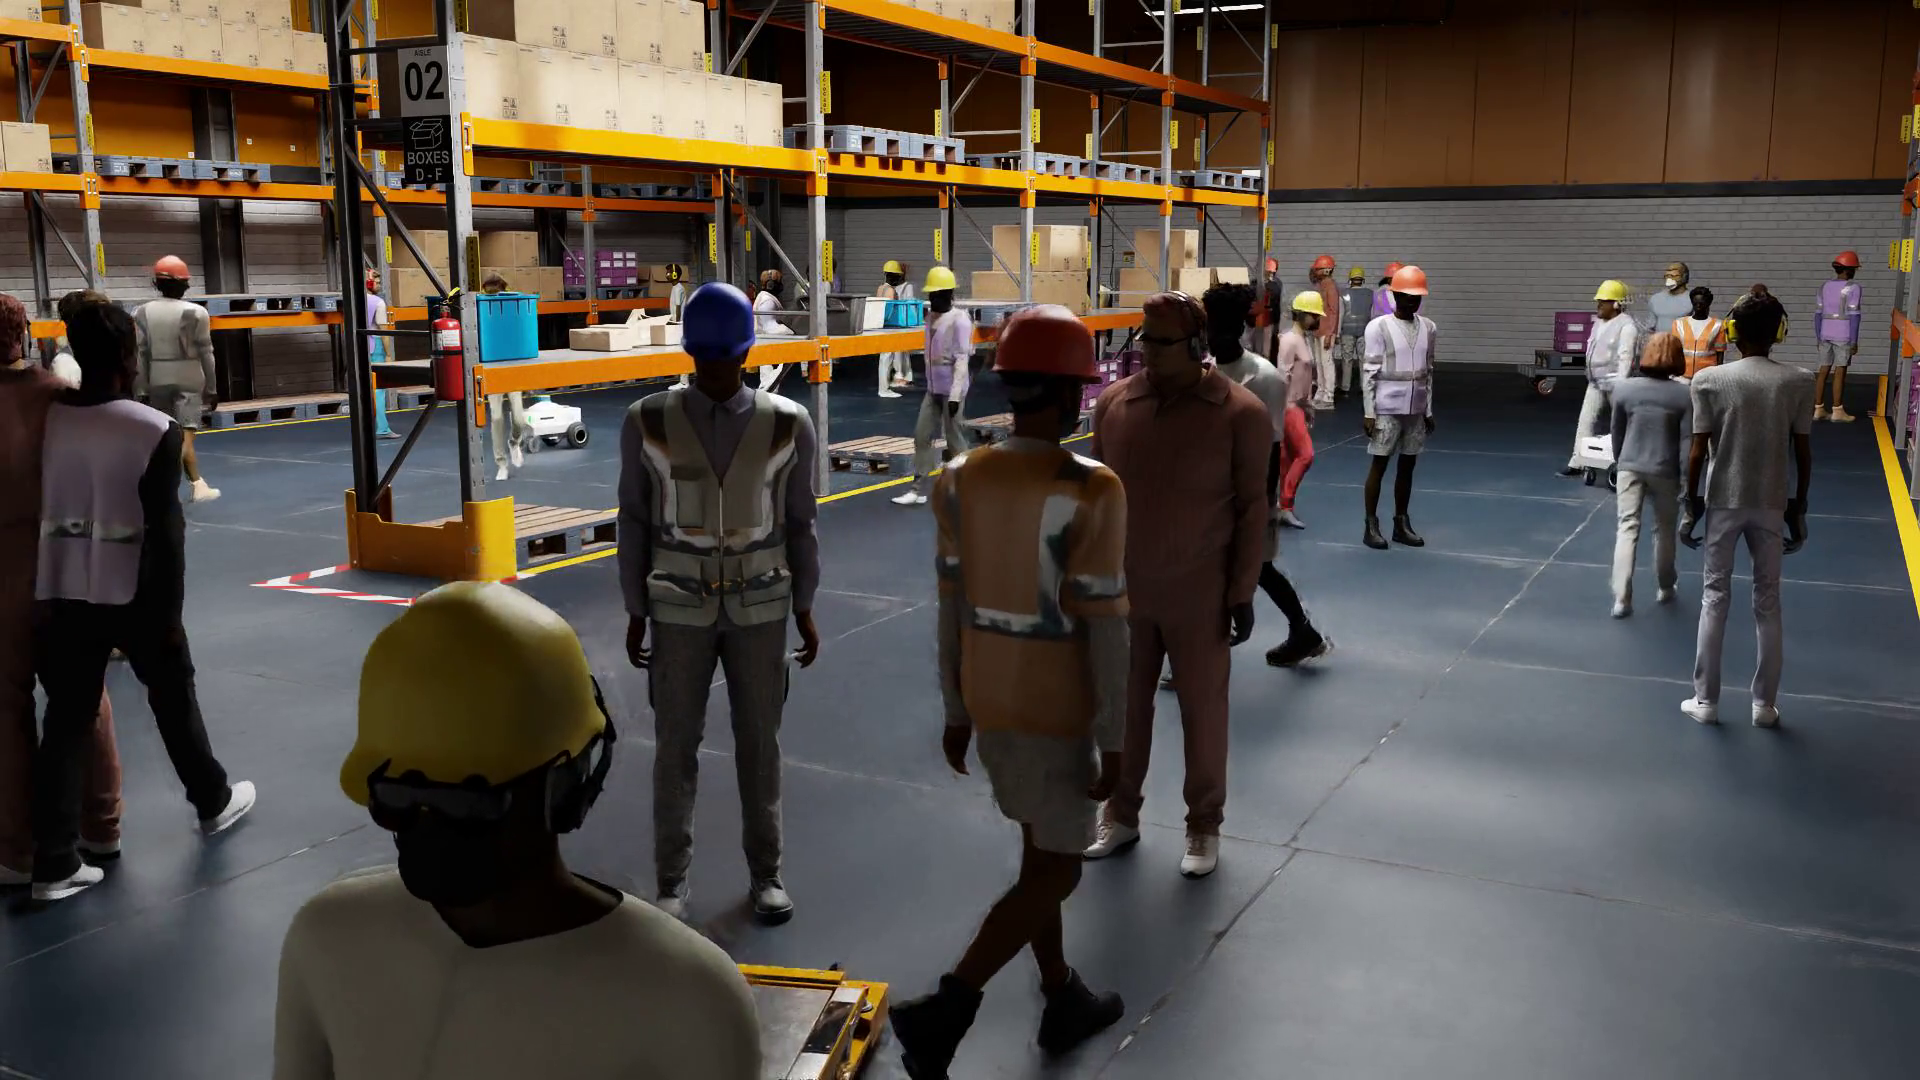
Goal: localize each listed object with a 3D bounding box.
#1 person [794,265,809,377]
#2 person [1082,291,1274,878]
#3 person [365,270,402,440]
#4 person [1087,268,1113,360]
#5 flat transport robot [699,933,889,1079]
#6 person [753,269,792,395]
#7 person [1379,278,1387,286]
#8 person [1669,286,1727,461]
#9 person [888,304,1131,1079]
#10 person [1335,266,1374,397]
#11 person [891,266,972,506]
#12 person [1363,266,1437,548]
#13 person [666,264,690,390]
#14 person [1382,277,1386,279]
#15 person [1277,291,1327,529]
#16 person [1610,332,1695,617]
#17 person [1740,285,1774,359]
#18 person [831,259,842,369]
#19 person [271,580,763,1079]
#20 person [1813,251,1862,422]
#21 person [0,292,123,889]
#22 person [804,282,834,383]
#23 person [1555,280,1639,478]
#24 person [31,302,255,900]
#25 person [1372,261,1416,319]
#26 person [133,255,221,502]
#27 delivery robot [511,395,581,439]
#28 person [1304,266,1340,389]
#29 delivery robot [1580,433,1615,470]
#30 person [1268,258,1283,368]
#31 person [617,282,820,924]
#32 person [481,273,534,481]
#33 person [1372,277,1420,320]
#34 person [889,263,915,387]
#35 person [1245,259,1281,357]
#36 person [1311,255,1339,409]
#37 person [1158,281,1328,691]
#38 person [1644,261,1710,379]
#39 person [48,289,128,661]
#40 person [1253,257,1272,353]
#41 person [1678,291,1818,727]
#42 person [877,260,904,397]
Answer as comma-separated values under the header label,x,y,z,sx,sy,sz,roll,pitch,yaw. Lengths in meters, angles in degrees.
label,x,y,z,sx,sy,sz,roll,pitch,yaw
person,-2.401,-3.590,27.222,0.633,1.846,0.429,-4,11,-24
person,0.672,0.145,5.444,0.636,1.902,0.406,5,11,28
person,-6.403,-1.997,18.023,0.563,1.838,0.391,5,11,27
person,1.806,-2.825,22.841,0.625,1.836,0.429,-1,10,-5
flat transport robot,-0.624,1.257,3.717,0.652,0.197,1.431,2,10,9
person,-2.059,-2.042,18.275,0.429,1.845,0.621,-2,10,-13
person,6.222,-3.048,24.588,0.522,1.670,0.736,2,10,10
person,7.160,-1.613,16.206,0.531,1.698,0.320,5,11,28
person,0.129,0.397,3.982,0.547,1.909,0.827,9,13,41
person,5.553,-2.925,23.410,0.600,1.829,0.404,-1,10,-7
person,-0.216,-1.178,13.060,0.698,1.906,0.619,-7,12,-33
person,3.027,-0.902,11.401,0.551,1.932,0.378,-3,10,-18
person,-4.190,-3.151,24.660,0.328,1.861,0.501,-2,10,-10
person,6.945,-3.472,27.157,0.501,1.631,0.285,0,10,-2
person,2.473,-0.945,12.205,0.508,1.734,0.551,4,11,24
person,3.911,-0.381,9.408,0.506,1.600,0.751,7,12,35
person,10.790,-2.655,22.560,0.508,1.588,0.825,6,12,32
person,-2.260,-3.955,29.132,0.496,1.937,0.644,-4,11,-21
person,-0.471,0.894,1.616,0.529,1.728,0.787,4,11,22
person,10.539,-2.433,19.950,0.394,2.044,0.609,-3,10,-17
person,-3.037,0.158,5.351,0.402,1.906,0.652,5,11,27
person,-2.220,-3.388,25.978,0.590,1.883,0.396,-9,14,-44
person,5.887,-1.436,14.946,0.931,1.790,0.596,-3,10,-15
person,-2.751,0.166,5.434,0.593,1.868,1.000,1,10,5
person,5.366,-2.485,20.629,0.542,1.923,0.399,5,11,24
person,-6.218,-1.239,13.160,0.613,2.014,0.981,1,10,7
delivery robot,-4.252,-1.242,17.091,0.477,0.478,0.707,7,12,37
person,5.381,-3.178,24.867,0.659,1.844,0.937,-10,14,-44
delivery robot,5.652,-0.747,14.223,0.477,0.478,0.707,-3,10,-19
person,5.306,-3.855,28.494,0.373,1.934,0.551,6,11,30
person,-0.718,0.205,4.992,0.602,1.937,0.408,-2,10,-11
person,-4.103,-1.476,14.985,0.526,1.846,0.630,-3,10,-15
person,5.750,-2.701,21.877,0.656,1.916,0.616,6,11,30
person,-0.958,-3.219,25.021,0.655,1.860,0.599,-4,11,-24
person,4.584,-3.338,25.540,0.735,1.926,1.043,-2,10,-9
person,4.721,-2.696,21.613,0.381,1.994,0.619,-1,10,-5
person,1.343,-0.267,7.836,0.940,1.911,0.653,-7,12,-36
person,7.078,-1.788,16.520,0.379,1.940,0.629,-7,12,-37
person,-4.306,-0.325,8.317,0.333,1.846,0.514,-1,10,-6
person,4.815,-3.565,26.742,0.450,1.956,0.651,2,10,13
person,3.356,-0.123,7.116,0.507,1.861,0.329,3,10,15
person,-0.979,-2.954,23.345,0.395,1.919,0.582,-3,10,-14
